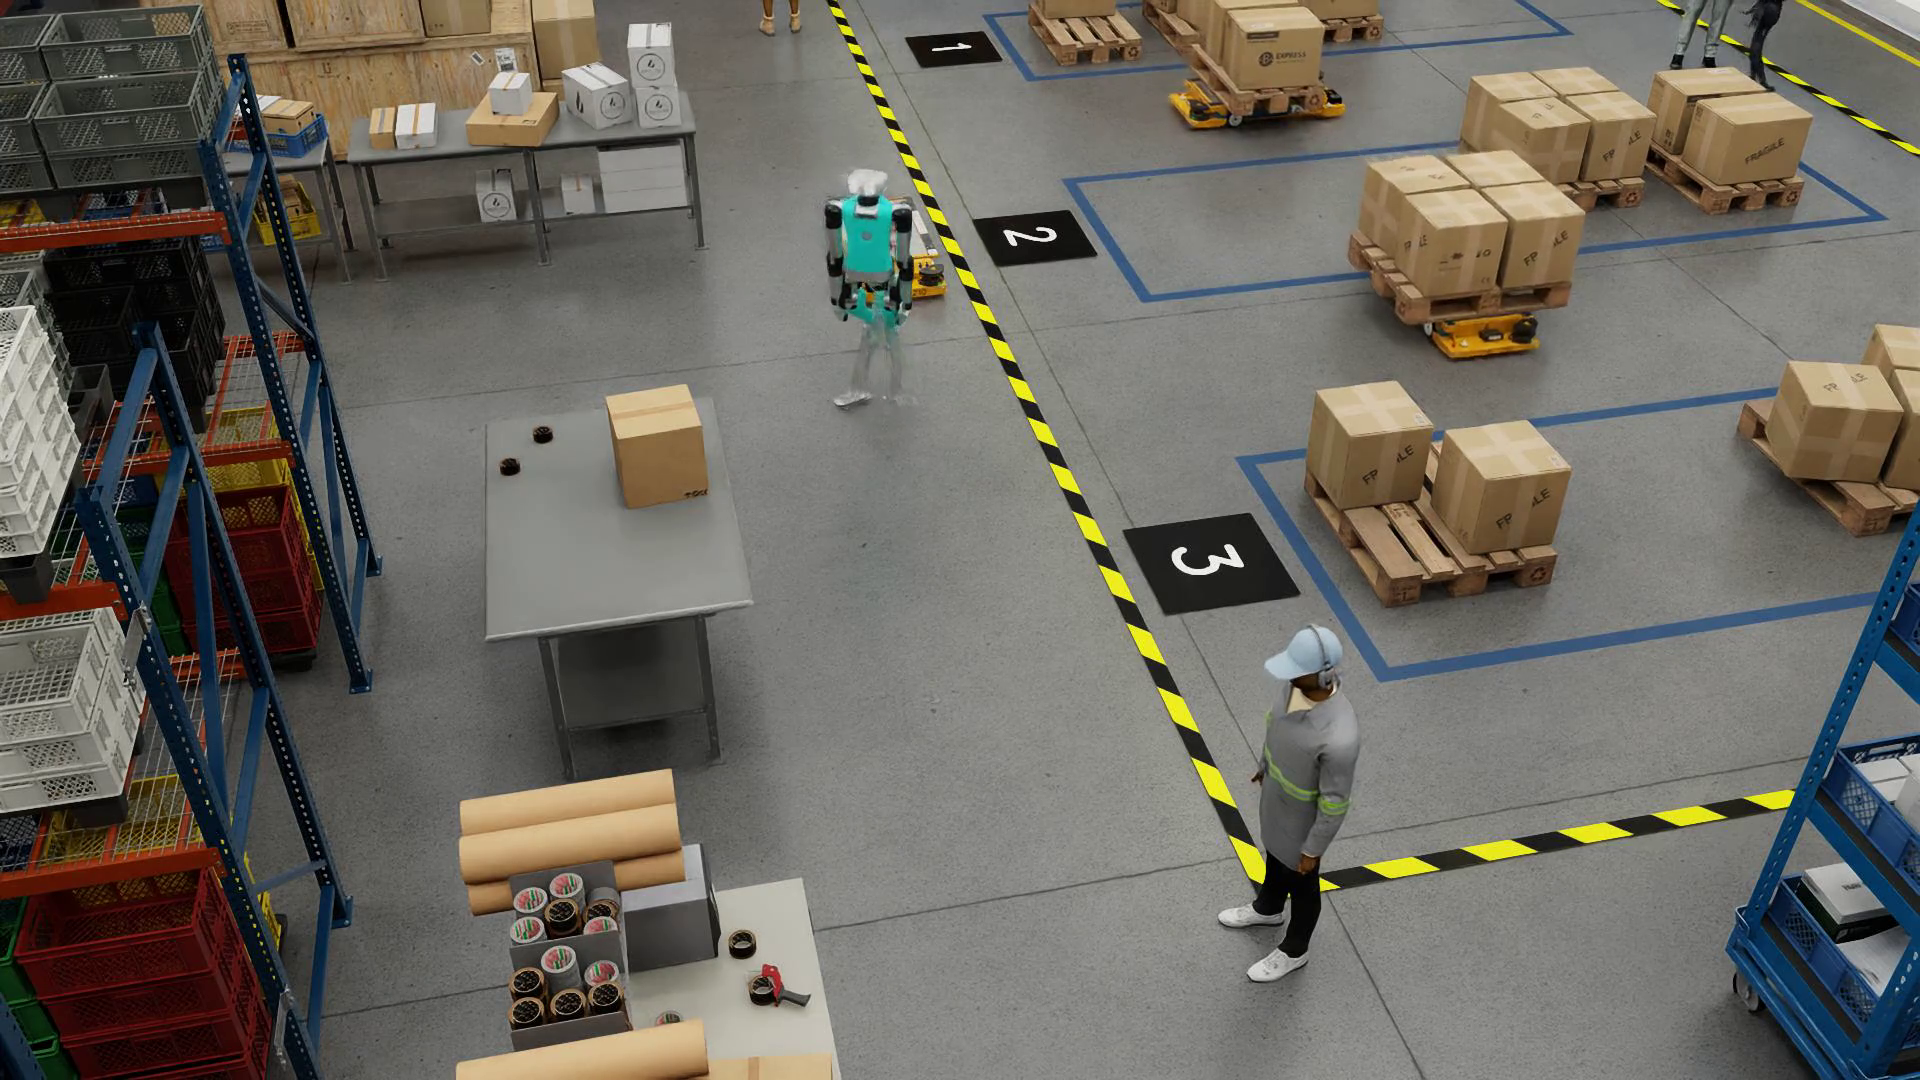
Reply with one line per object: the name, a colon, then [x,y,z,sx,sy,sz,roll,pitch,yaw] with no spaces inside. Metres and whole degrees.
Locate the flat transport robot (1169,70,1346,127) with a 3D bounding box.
flat transport robot: [2.656,-3.949,14.838,1.431,0.197,0.652,-8,37,-10]

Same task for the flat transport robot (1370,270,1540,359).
flat transport robot: [3.508,-1.755,11.890,0.652,0.197,1.431,-8,37,-10]

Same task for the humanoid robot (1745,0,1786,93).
humanoid robot: [7.269,-4.808,14.834,0.462,1.639,0.593,17,40,21]

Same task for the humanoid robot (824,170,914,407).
humanoid robot: [-0.546,-1.589,10.449,0.567,1.751,0.770,3,37,4]

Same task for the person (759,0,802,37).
person: [-1.801,-5.895,15.994,0.614,2.038,0.380,-10,38,-13]

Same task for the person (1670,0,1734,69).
person: [6.993,-5.228,15.279,0.589,1.821,0.404,10,38,13]

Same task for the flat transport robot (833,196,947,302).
flat transport robot: [-0.570,-2.220,12.538,0.659,0.231,1.431,-8,37,-10]

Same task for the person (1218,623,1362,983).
person: [1.347,1.068,6.793,0.389,1.852,0.586,-8,37,-11]
